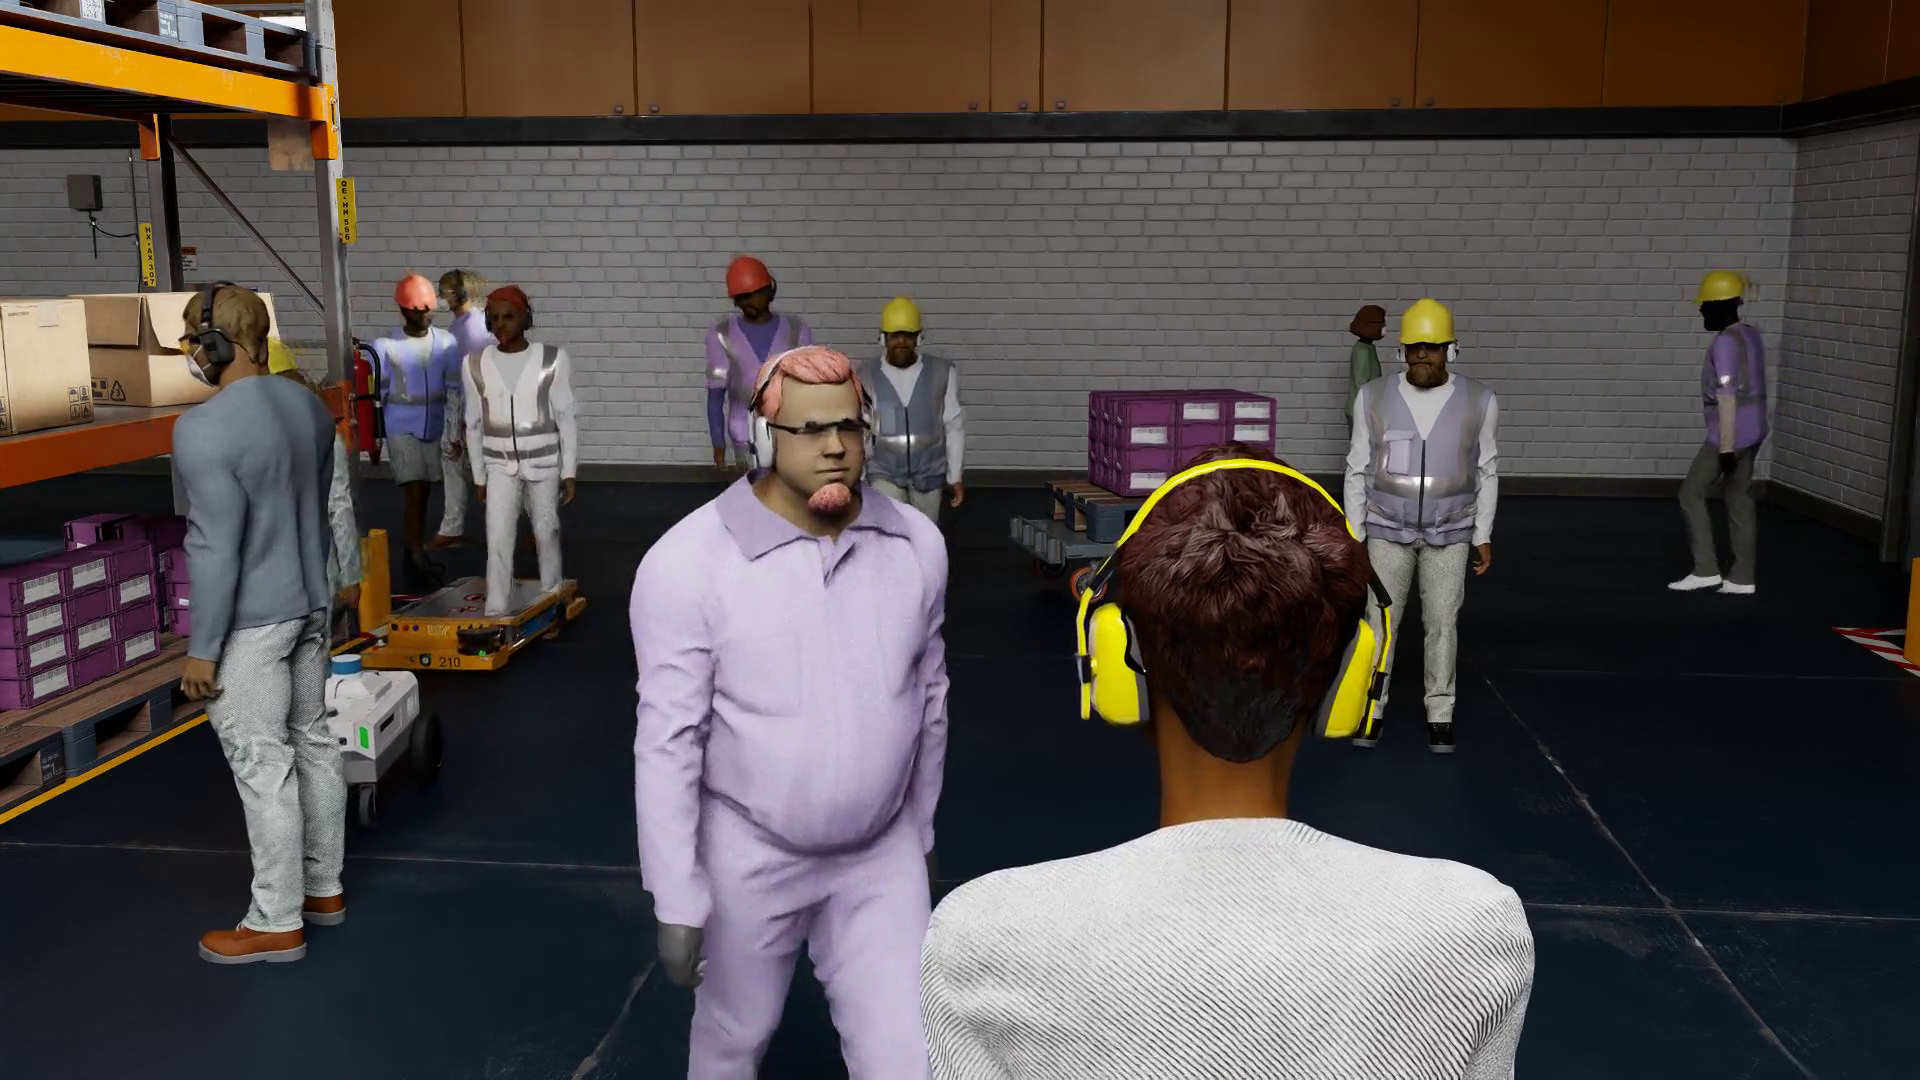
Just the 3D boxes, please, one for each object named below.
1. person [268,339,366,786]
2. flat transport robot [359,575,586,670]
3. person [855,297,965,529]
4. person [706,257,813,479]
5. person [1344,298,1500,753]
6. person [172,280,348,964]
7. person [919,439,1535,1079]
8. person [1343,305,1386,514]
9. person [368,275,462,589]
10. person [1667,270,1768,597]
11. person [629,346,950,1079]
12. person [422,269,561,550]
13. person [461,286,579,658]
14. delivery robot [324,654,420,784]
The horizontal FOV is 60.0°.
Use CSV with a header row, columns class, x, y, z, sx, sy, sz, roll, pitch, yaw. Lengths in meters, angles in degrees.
class,x,y,z,sx,sy,sz,roll,pitch,yaw
person,-2.428,0.125,6.032,0.495,1.718,0.382,3,10,17
flat transport robot,-2.465,0.403,8.565,0.652,0.197,1.431,1,10,5
person,-0.278,-0.362,8.617,0.588,1.796,0.935,-1,10,-6
person,-1.116,-0.607,9.475,0.632,1.970,1.074,-2,10,-9
person,1.845,-0.049,6.691,0.600,1.829,0.404,3,10,15
person,-2.003,0.238,4.748,0.373,1.938,0.630,1,10,8
person,0.211,0.849,1.443,0.514,1.872,0.328,-1,10,-6
person,2.943,-0.892,12.112,0.283,1.626,0.502,3,10,17
person,-3.321,-0.660,10.116,0.703,1.875,0.555,9,13,42
person,4.434,-0.614,9.715,0.594,1.901,0.603,10,14,43
person,-0.278,0.572,3.084,0.658,1.853,0.973,-5,11,-25
person,-3.201,-0.873,11.238,0.882,1.911,0.627,-5,11,-27
person,-2.204,-0.342,8.354,0.590,1.835,0.962,0,10,-2
delivery robot,-2.209,0.658,6.025,0.477,0.478,0.707,-1,10,-4
